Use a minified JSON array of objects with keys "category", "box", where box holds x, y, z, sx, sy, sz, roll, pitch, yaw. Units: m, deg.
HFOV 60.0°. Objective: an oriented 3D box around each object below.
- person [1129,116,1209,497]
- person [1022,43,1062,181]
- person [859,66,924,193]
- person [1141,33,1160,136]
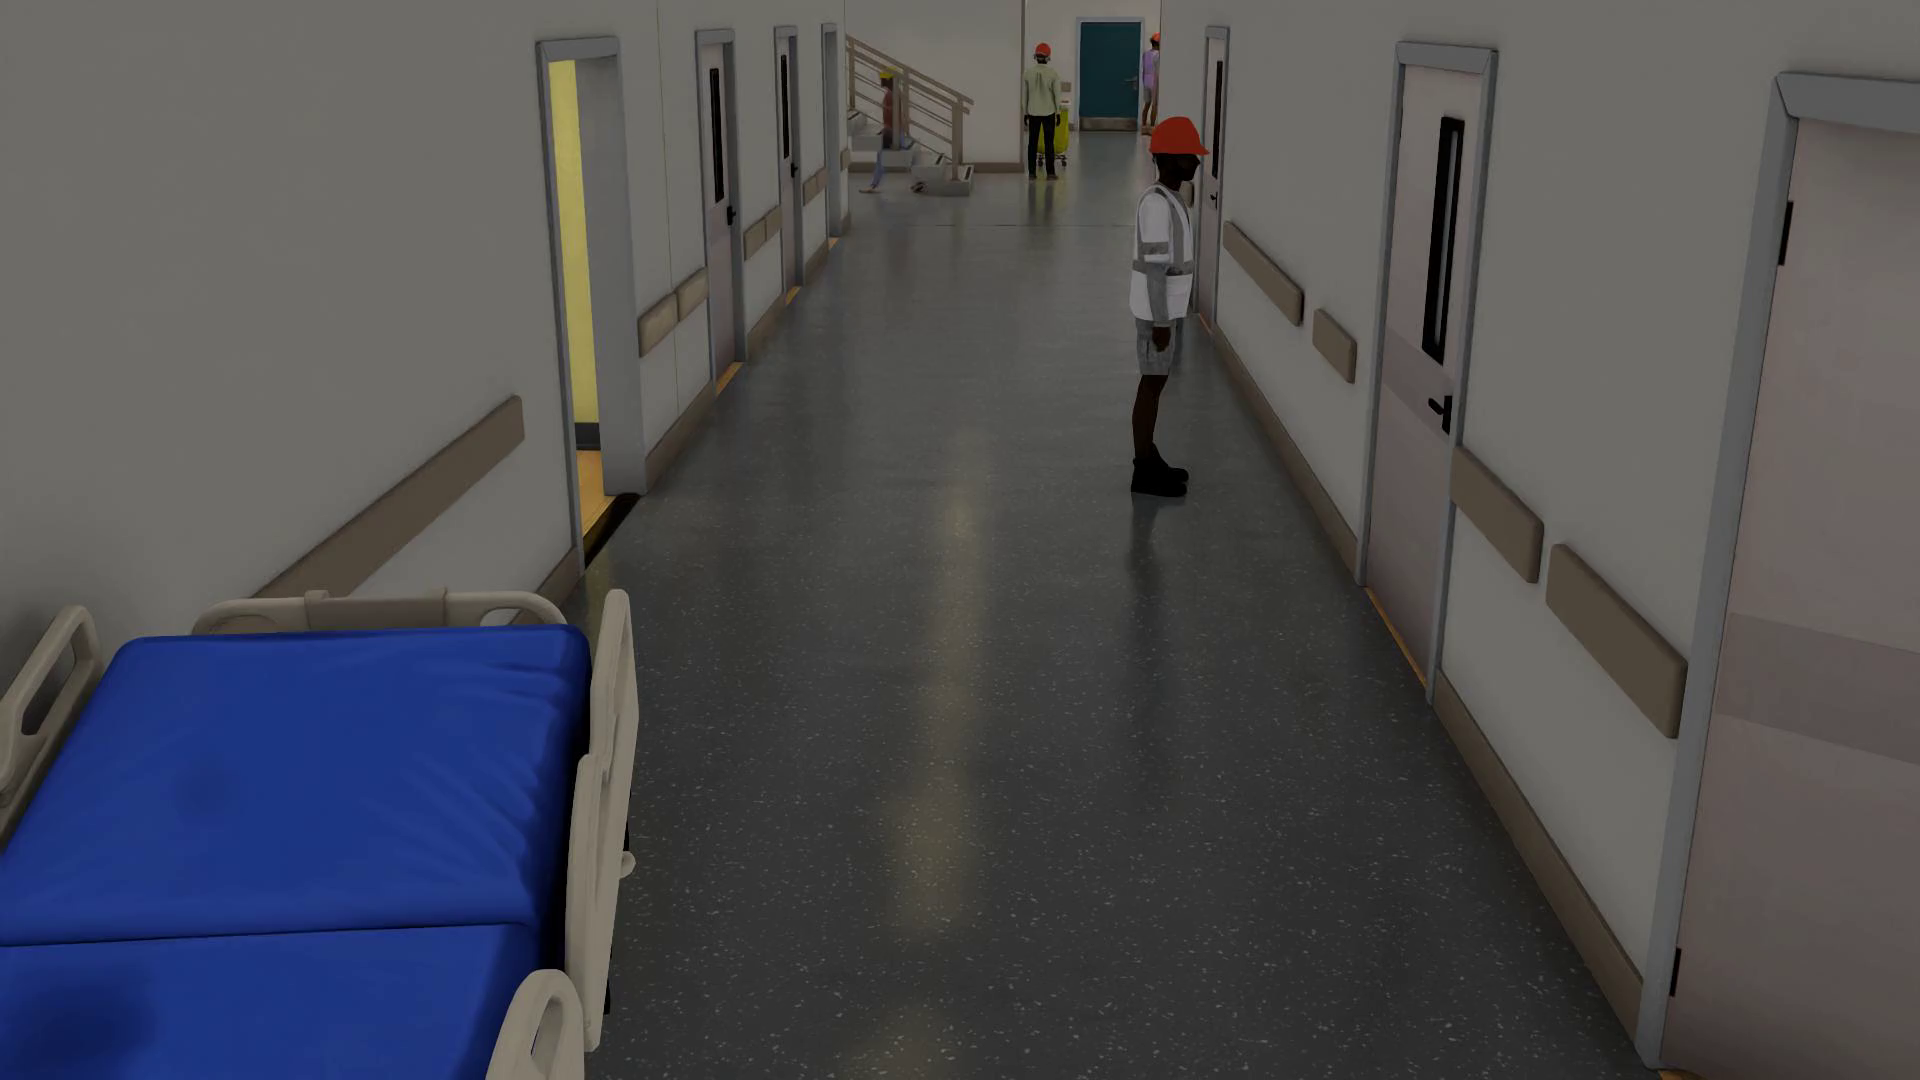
[{"category":"person","box":[1.073,-1.205,8.650,0.373,1.939,0.545,4,18,13]},{"category":"person","box":[1.223,-6.368,24.783,0.608,1.995,0.377,6,18,17]},{"category":"person","box":[-0.919,-5.673,23.040,0.894,1.724,0.530,-5,18,-17]},{"category":"person","box":[3.945,-9.237,33.750,0.408,2.030,0.610,-12,21,-33]}]
